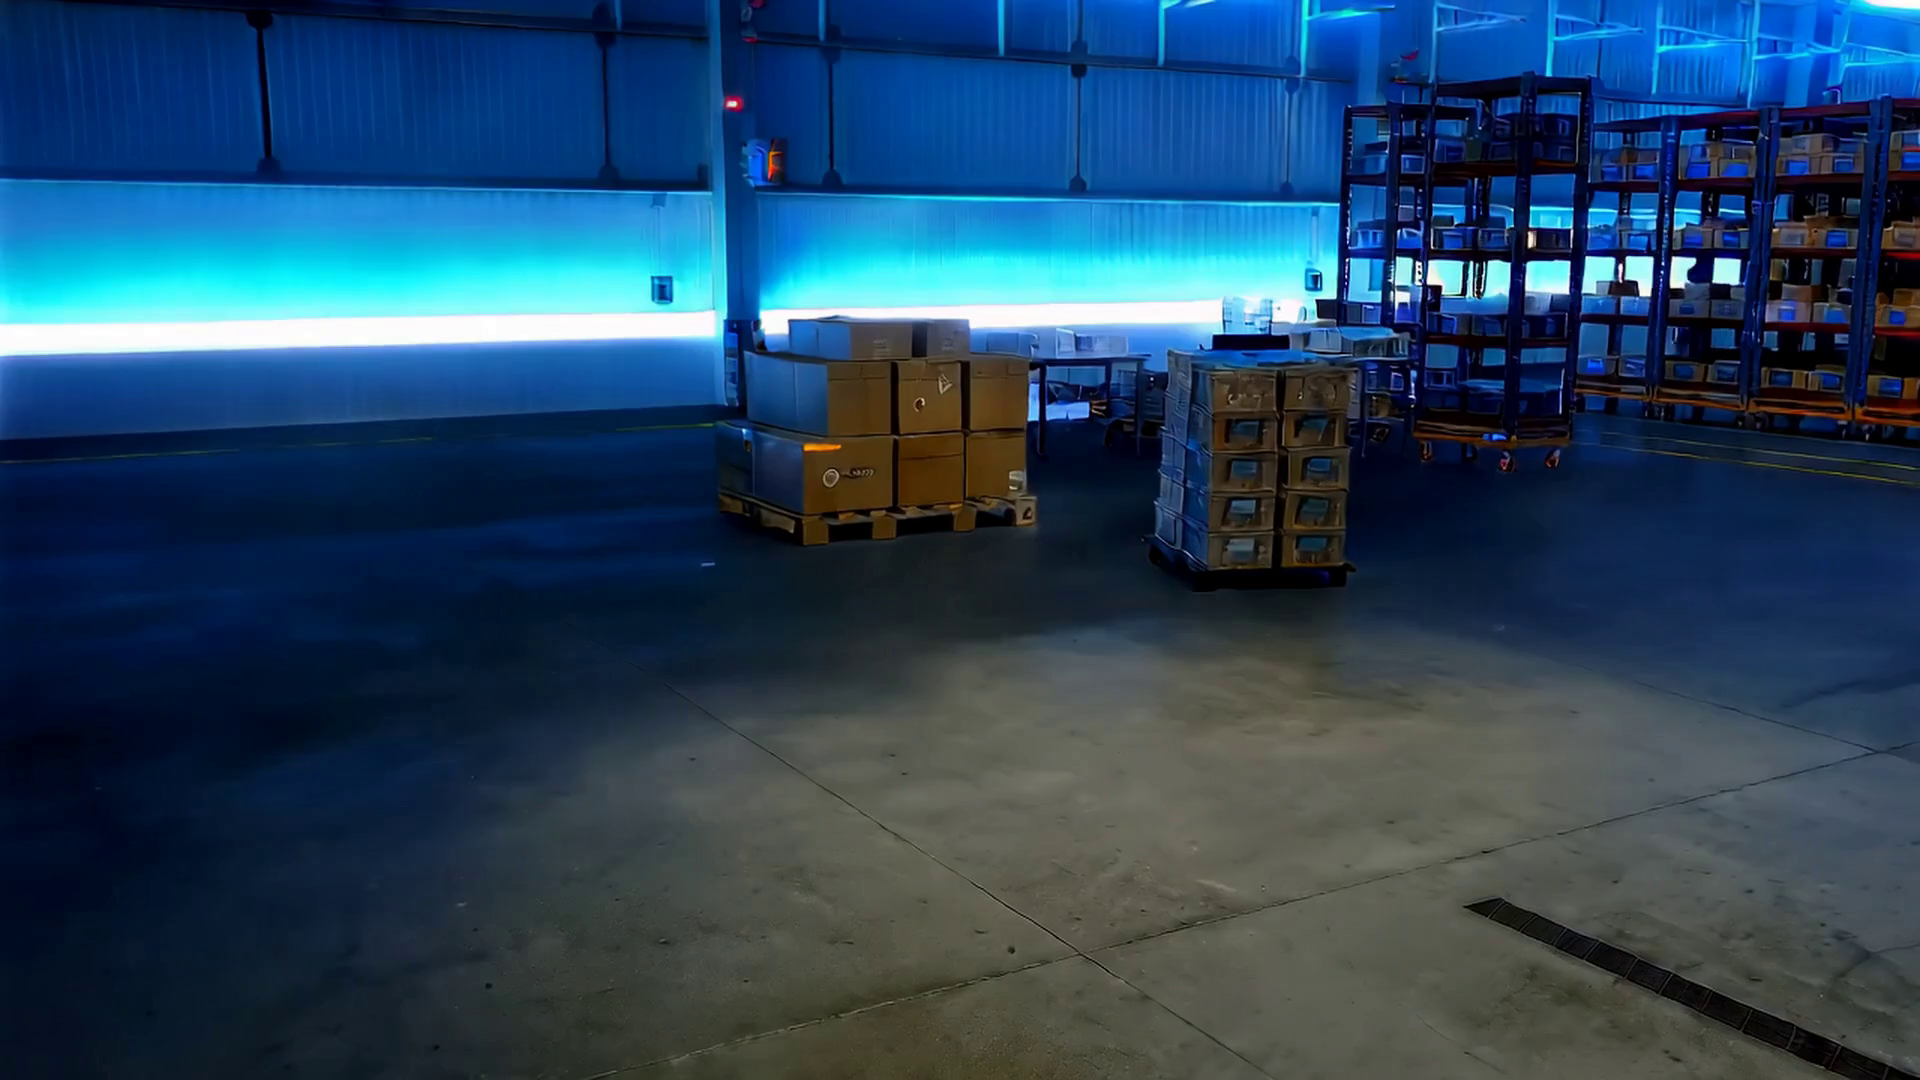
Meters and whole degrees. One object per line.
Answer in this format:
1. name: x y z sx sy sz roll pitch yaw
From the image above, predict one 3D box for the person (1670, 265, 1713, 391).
1. person: 10.002 -2.826 22.669 0.481 1.817 0.619 -7 12 -35
